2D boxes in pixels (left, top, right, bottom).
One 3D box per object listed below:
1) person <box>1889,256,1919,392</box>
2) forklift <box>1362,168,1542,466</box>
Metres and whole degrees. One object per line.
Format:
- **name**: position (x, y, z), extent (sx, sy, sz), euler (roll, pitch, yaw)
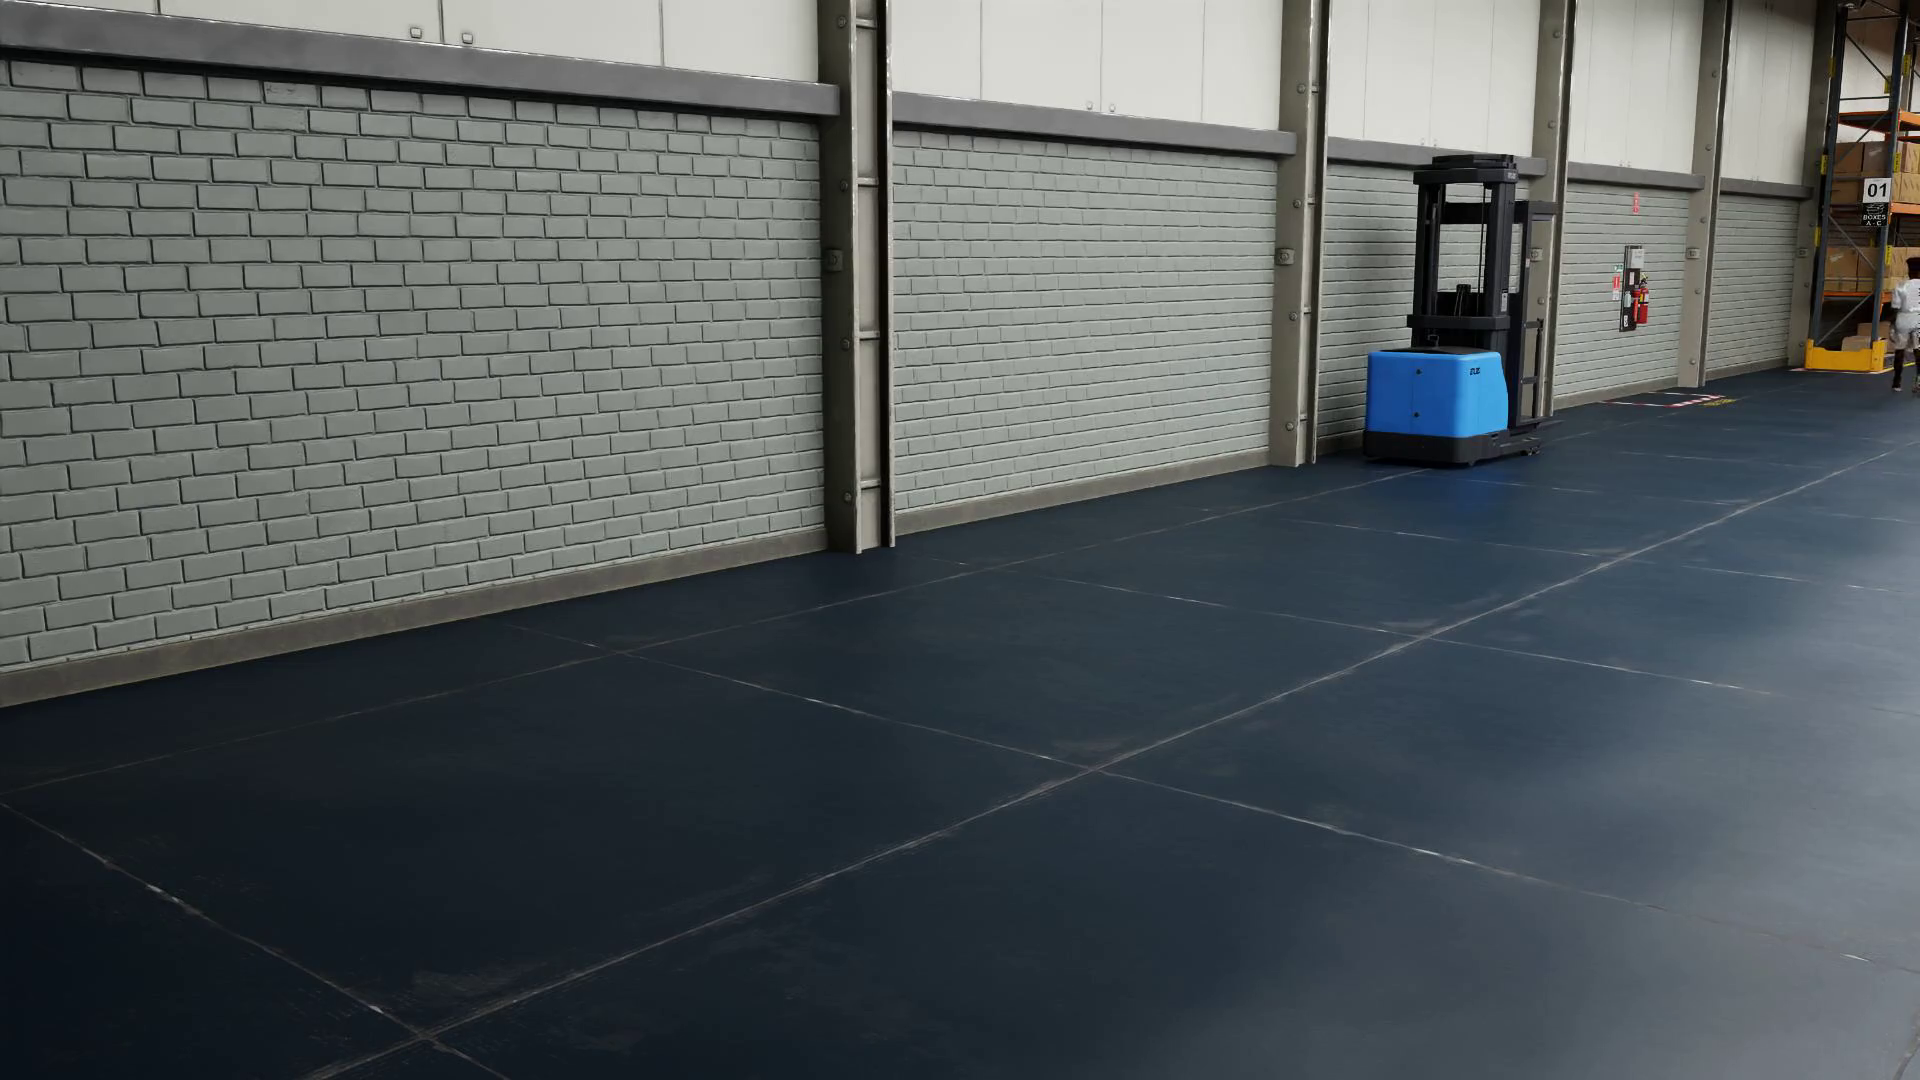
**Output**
- **person**: position (13.606, -3.076, 23.751), extent (0.609, 1.941, 0.879), euler (3, 10, 16)
- **forklift**: position (4.875, -2.212, 16.287), extent (1.129, 2.768, 1.873), euler (8, 13, 40)
